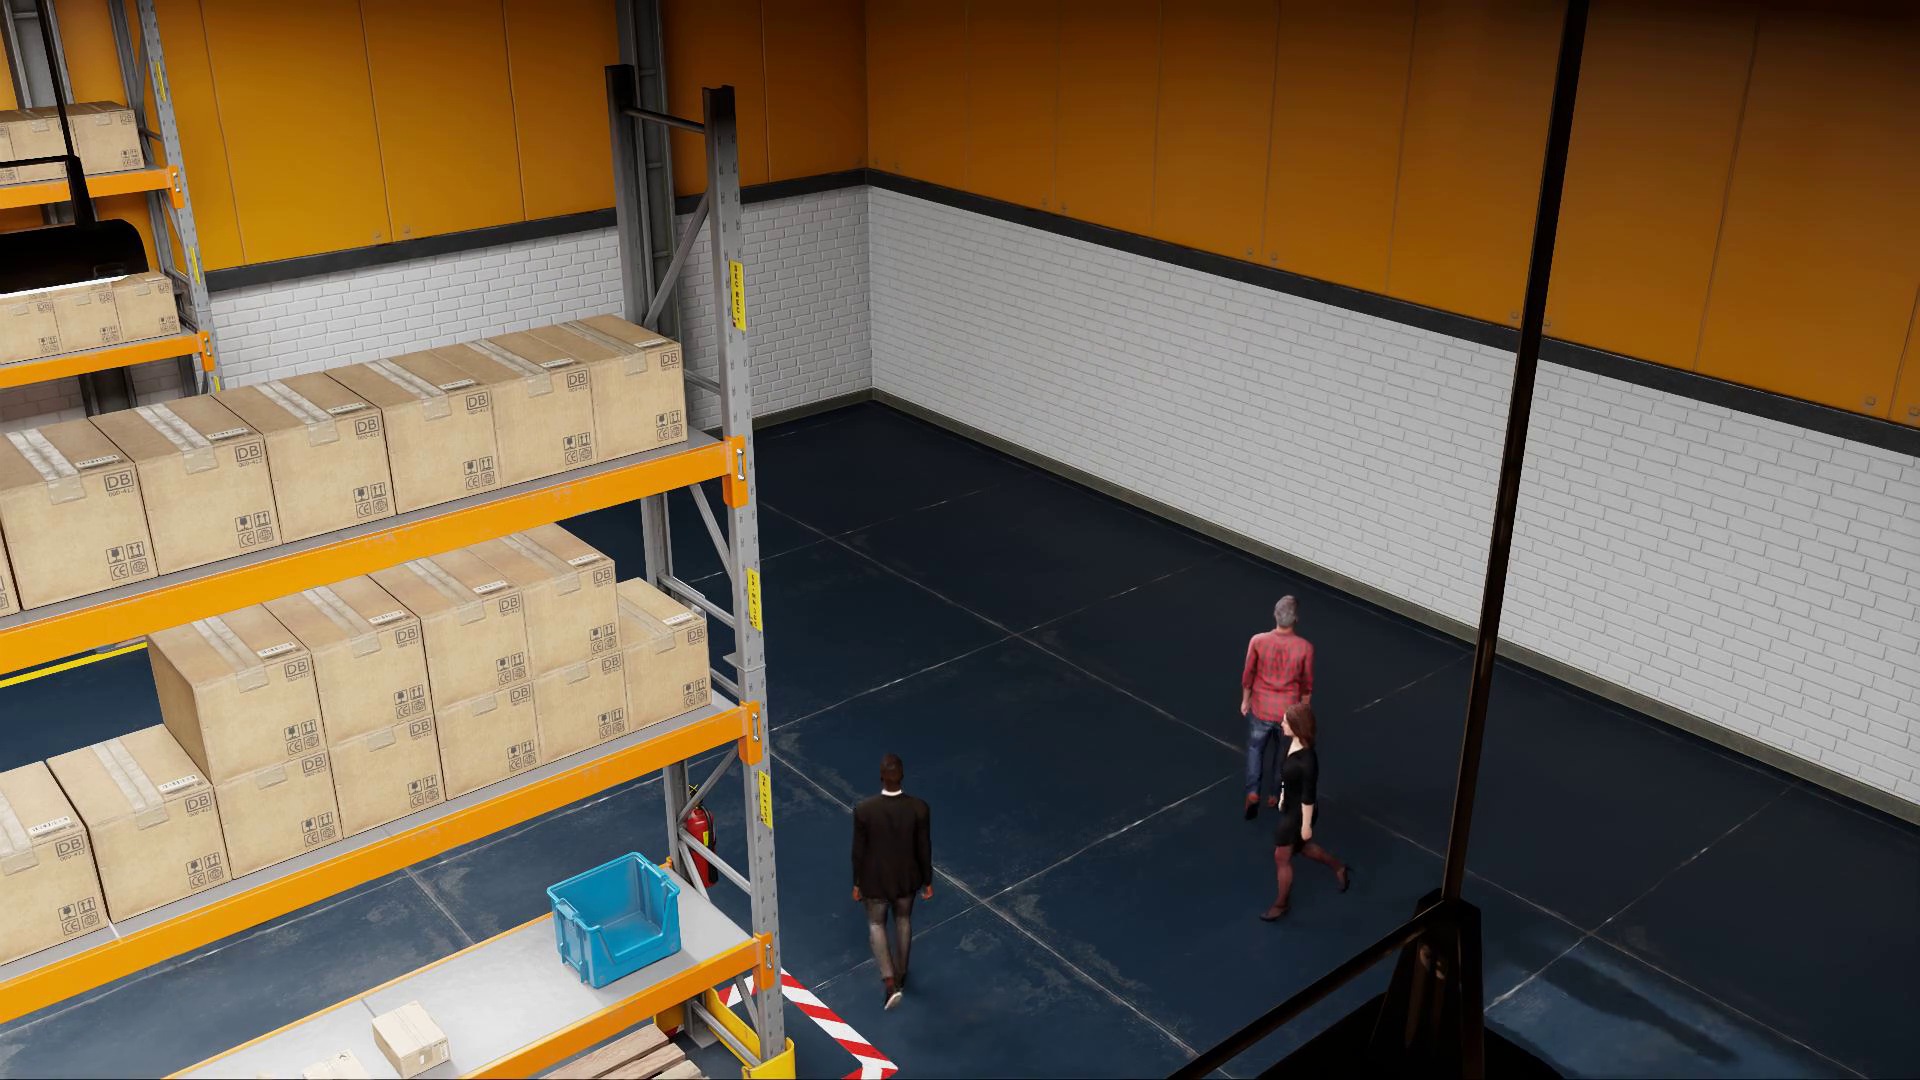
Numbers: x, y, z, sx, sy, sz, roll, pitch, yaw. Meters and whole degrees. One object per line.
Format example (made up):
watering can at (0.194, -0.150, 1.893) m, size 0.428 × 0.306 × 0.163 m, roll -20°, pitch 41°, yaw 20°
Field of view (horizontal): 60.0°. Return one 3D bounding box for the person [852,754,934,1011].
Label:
person at (-0.429, 2.208, 10.553) m, size 1.001 × 1.786 × 0.998 m, roll -3°, pitch 24°, yaw -6°

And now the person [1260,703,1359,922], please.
person at (2.403, 1.881, 11.433) m, size 1.022 × 1.679 × 0.888 m, roll -5°, pitch 24°, yaw -10°

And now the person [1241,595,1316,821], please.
person at (2.370, 1.306, 12.580) m, size 1.014 × 1.815 × 1.126 m, roll 6°, pitch 24°, yaw 14°
